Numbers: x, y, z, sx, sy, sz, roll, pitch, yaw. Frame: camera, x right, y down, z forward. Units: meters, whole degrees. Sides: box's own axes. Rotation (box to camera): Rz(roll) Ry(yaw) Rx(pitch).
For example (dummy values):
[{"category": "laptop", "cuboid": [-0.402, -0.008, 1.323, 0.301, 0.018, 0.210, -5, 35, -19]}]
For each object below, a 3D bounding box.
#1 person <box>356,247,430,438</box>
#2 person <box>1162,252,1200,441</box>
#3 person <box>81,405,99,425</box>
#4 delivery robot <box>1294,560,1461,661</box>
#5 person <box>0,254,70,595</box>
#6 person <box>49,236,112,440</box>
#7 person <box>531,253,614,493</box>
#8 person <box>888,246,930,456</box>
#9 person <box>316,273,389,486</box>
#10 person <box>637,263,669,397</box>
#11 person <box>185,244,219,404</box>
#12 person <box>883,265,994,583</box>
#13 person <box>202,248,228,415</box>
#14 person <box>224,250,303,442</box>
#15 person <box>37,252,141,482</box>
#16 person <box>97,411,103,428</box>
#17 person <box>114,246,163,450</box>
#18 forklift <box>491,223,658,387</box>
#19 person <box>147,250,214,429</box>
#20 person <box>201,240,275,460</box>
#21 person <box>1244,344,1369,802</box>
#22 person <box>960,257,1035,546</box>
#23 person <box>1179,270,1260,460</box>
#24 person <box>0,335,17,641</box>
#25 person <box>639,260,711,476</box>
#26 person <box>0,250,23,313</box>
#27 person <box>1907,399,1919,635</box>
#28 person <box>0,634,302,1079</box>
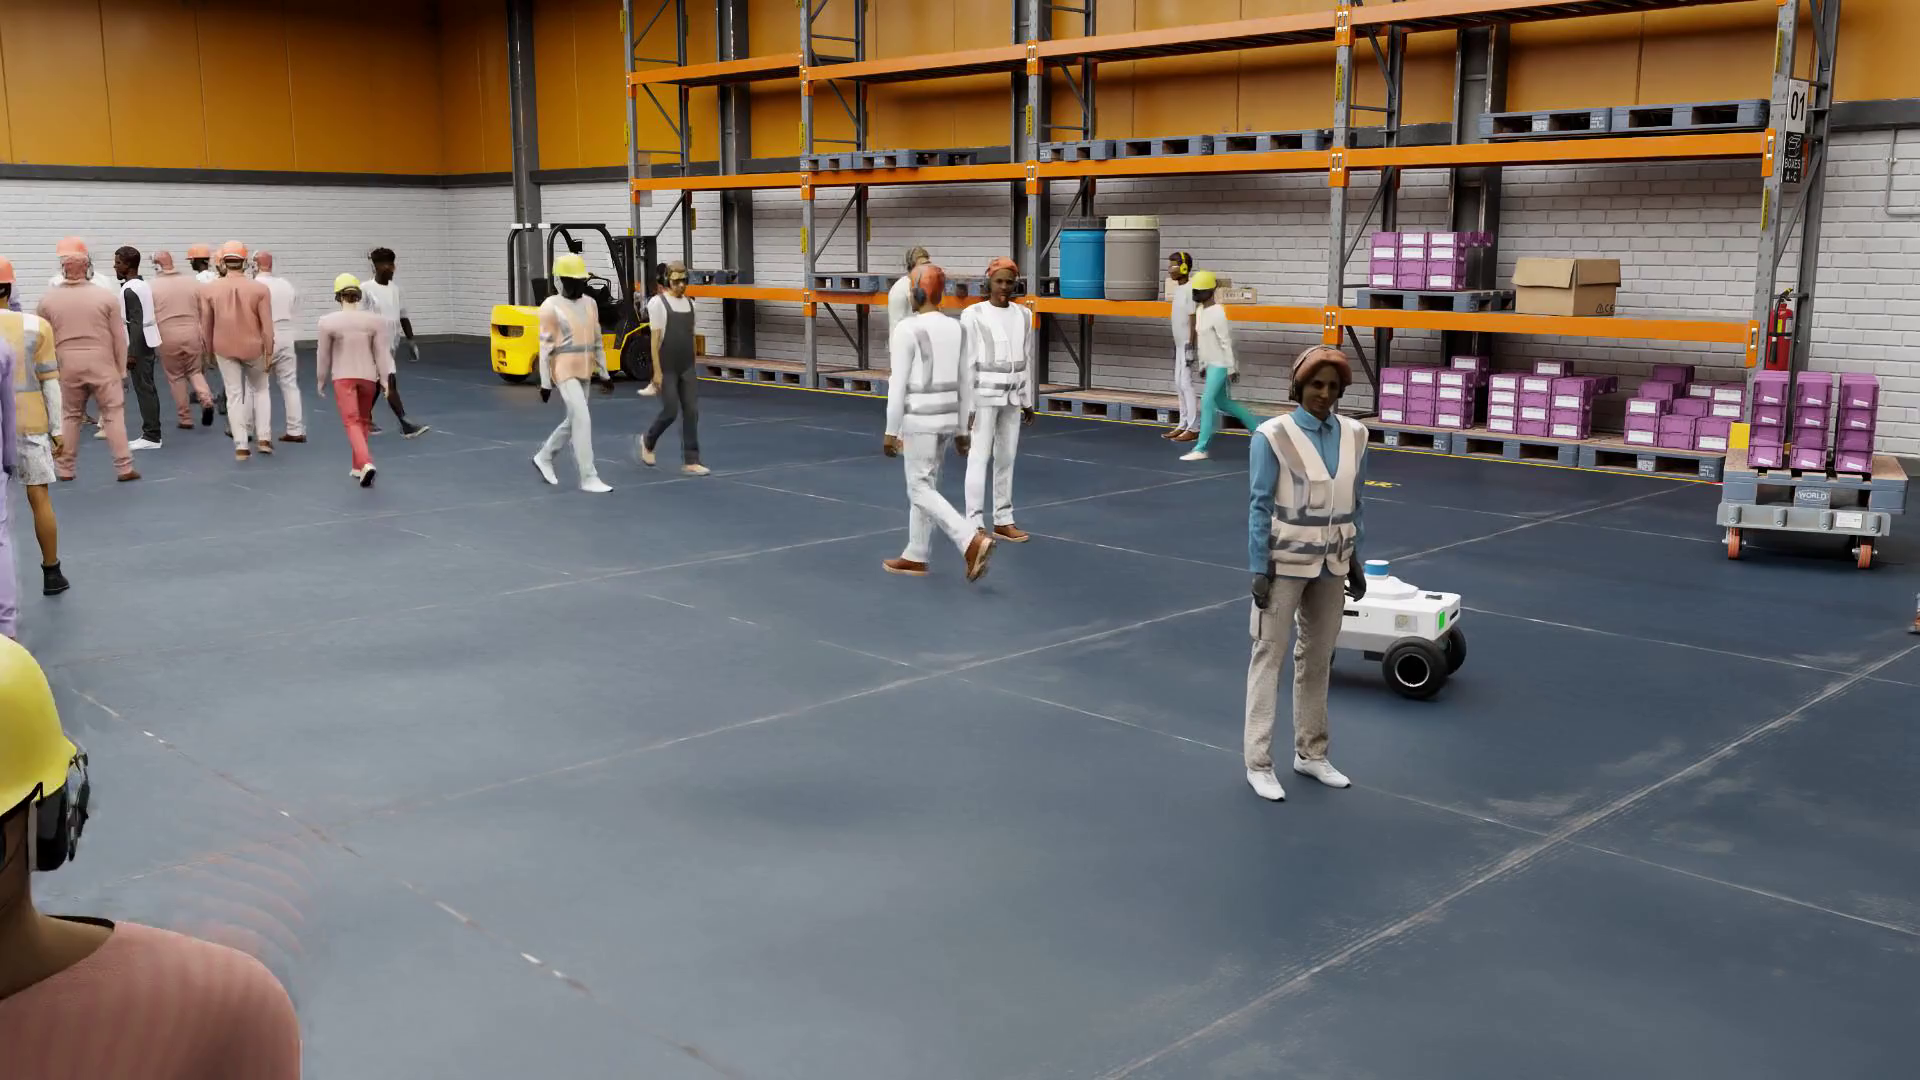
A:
[{"category": "person", "cuboid": [-5.781, -1.980, 16.733, 1.045, 1.903, 0.611, 4, 11, 22]}, {"category": "person", "cuboid": [2.209, -1.904, 16.430, 0.327, 1.860, 0.538, -2, 11, -10]}, {"category": "person", "cuboid": [-9.332, -2.026, 17.706, 0.340, 1.619, 0.517, -3, 11, -15]}, {"category": "delivery robot", "cuboid": [1.876, 0.334, 7.523, 0.707, 0.478, 0.477, 6, 12, 27]}, {"category": "person", "cuboid": [-5.303, -0.633, 9.269, 0.545, 1.942, 0.350, -6, 12, -28]}, {"category": "person", "cuboid": [-8.558, -1.928, 16.157, 0.632, 1.997, 1.002, 0, 10, -1]}, {"category": "person", "cuboid": [-3.145, -1.335, 13.247, 0.868, 1.894, 0.589, 5, 11, 25]}, {"category": "person", "cuboid": [-0.382, -1.675, 15.018, 0.434, 1.925, 0.629, 5, 12, 27]}, {"category": "person", "cuboid": [-4.933, -1.308, 13.575, 0.541, 1.729, 0.880, -8, 13, -36]}, {"category": "person", "cuboid": [-3.726, -2.619, 20.849, 0.771, 1.669, 0.540, 1, 10, 5]}, {"category": "person", "cuboid": [-9.055, -2.562, 19.865, 0.798, 1.906, 0.583, 0, 10, 1]}, {"category": "person", "cuboid": [-0.131, -0.661, 9.661, 0.816, 1.864, 0.578, 8, 13, 38]}, {"category": "person", "cuboid": [-8.096, -2.275, 18.366, 0.545, 1.897, 0.924, -9, 14, -41]}, {"category": "person", "cuboid": [-6.842, -1.892, 16.328, 0.902, 1.863, 0.670, 5, 11, 24]}, {"category": "person", "cuboid": [-7.208, -1.417, 13.713, 0.682, 1.901, 0.395, -2, 11, -11]}, {"category": "person", "cuboid": [-9.083, -1.923, 17.267, 0.530, 1.579, 0.878, -2, 11, -11]}, {"category": "person", "cuboid": [-7.800, -1.819, 15.804, 0.392, 1.917, 0.591, -4, 11, -19]}, {"category": "forklift", "cuboid": [-5.316, -3.263, 22.920, 2.313, 2.155, 1.214, -10, 14, -44]}, {"category": "person", "cuboid": [-8.124, -2.066, 17.281, 0.687, 1.878, 0.502, -10, 14, -43]}, {"category": "person", "cuboid": [-6.558, -1.723, 15.145, 0.623, 1.971, 0.662, -3, 11, -18]}, {"category": "person", "cuboid": [1.254, 0.113, 6.026, 0.515, 1.638, 0.315, -5, 12, -26]}, {"category": "person", "cuboid": [0.249, -0.902, 10.893, 0.576, 1.883, 0.354, -8, 13, -37]}, {"category": "person", "cuboid": [2.404, -1.579, 15.021, 0.829, 1.724, 0.545, -2, 11, -11]}, {"category": "person", "cuboid": [-4.978, -0.394, 8.124, 0.772, 1.878, 0.685, 5, 12, 27]}, {"category": "person", "cuboid": [-2.437, -1.446, 14.043, 0.638, 1.824, 0.527, 10, 14, 42]}, {"category": "person", "cuboid": [-10.483, -2.285, 18.049, 0.494, 2.026, 0.633, 4, 11, 22]}, {"category": "person", "cuboid": [5.251, -0.473, 8.556, 0.643, 1.900, 1.006, 9, 14, 42]}, {"category": "person", "cuboid": [-0.839, 0.896, 1.529, 0.540, 1.714, 0.904, -3, 11, -18]}]
